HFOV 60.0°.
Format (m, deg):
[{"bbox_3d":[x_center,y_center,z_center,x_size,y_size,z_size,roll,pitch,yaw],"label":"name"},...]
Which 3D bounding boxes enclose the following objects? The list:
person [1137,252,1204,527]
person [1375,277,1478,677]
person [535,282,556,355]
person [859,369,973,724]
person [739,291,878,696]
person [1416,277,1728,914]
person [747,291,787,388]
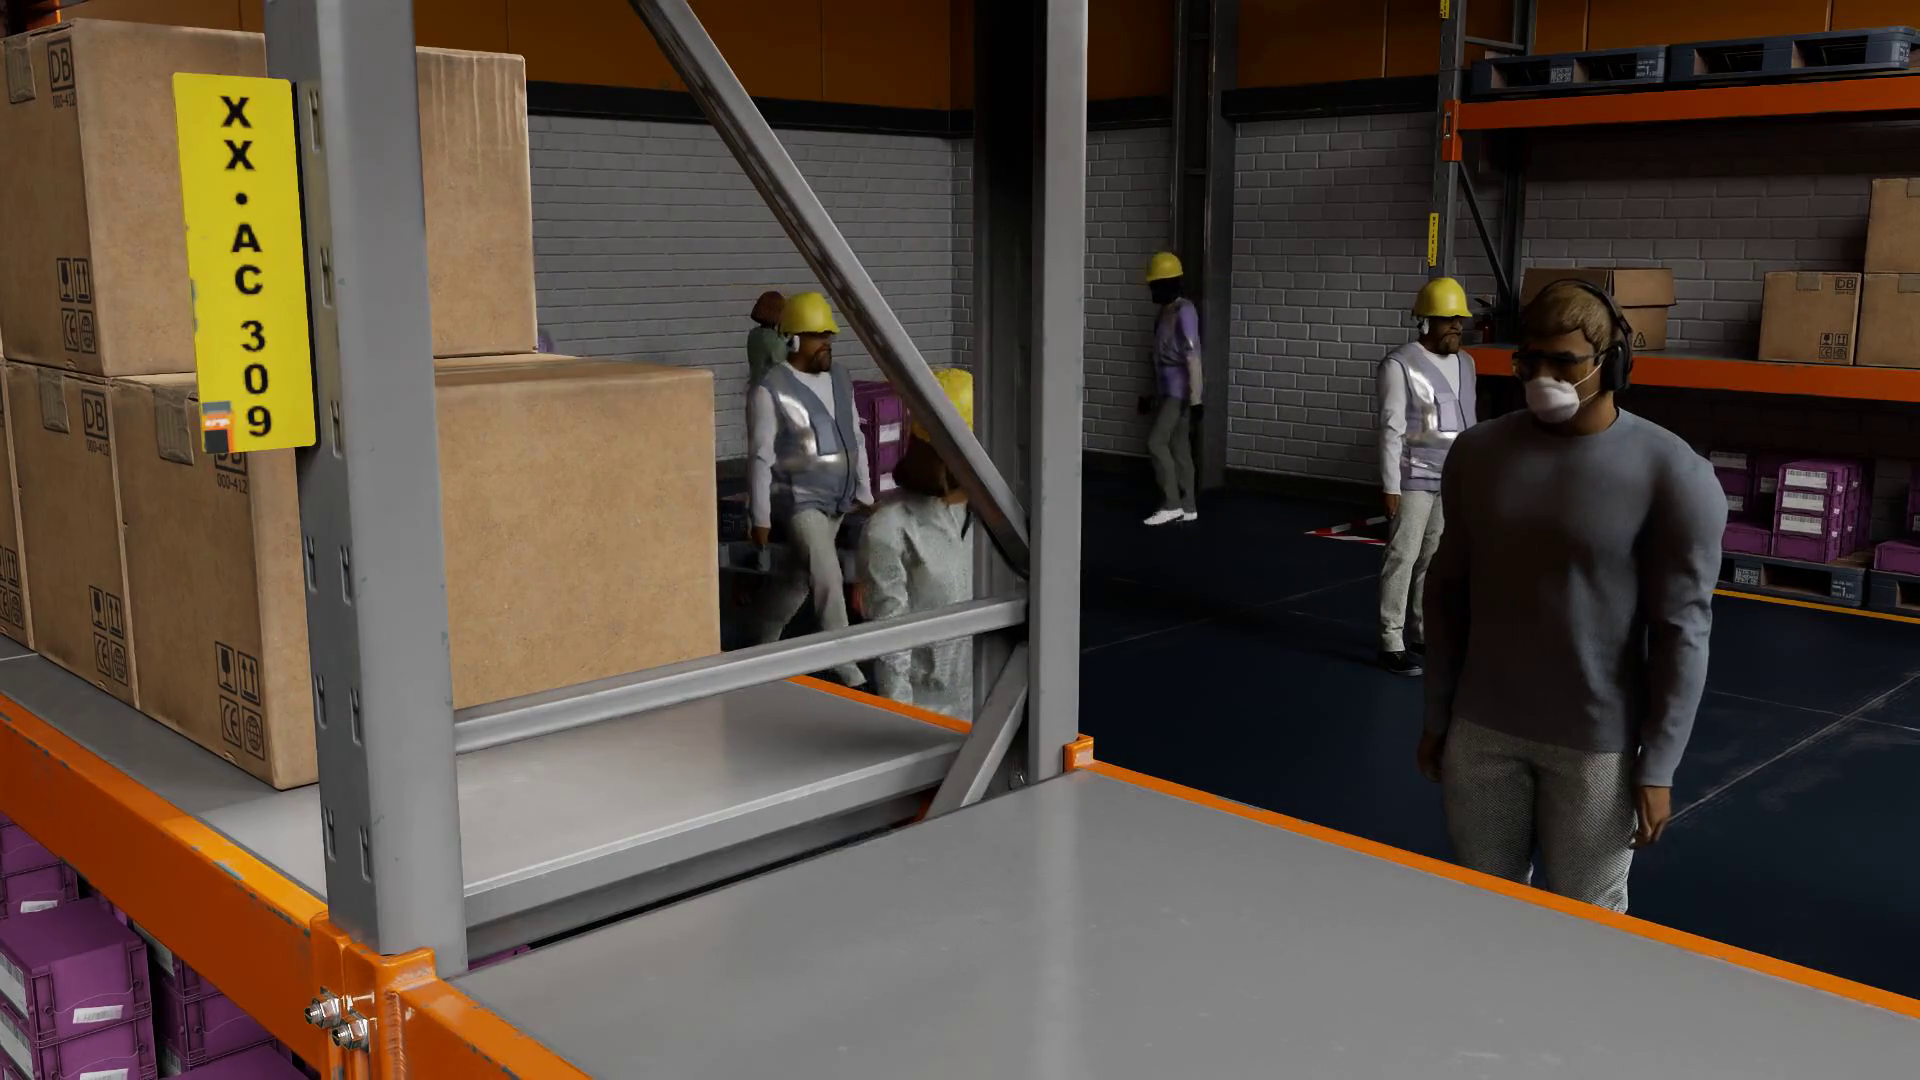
[{"bbox_3d":[1.439,-1.039,11.578,0.594,1.901,0.603,-1,10,-6],"label":"person"},{"bbox_3d":[2.173,-0.291,7.697,0.600,1.829,0.404,-7,13,-35],"label":"person"},{"bbox_3d":[-1.900,-0.272,7.205,1.074,1.970,0.632,6,12,30],"label":"person"},{"bbox_3d":[-0.014,0.440,4.035,0.495,1.718,0.382,-7,12,-32],"label":"person"},{"bbox_3d":[-0.682,-0.195,7.306,0.935,1.796,0.588,7,12,32],"label":"person"},{"bbox_3d":[1.249,0.420,3.537,0.373,1.938,0.630,-9,14,-42],"label":"person"},{"bbox_3d":[-1.369,-0.971,11.974,0.283,1.626,0.502,-7,12,-33],"label":"person"}]
